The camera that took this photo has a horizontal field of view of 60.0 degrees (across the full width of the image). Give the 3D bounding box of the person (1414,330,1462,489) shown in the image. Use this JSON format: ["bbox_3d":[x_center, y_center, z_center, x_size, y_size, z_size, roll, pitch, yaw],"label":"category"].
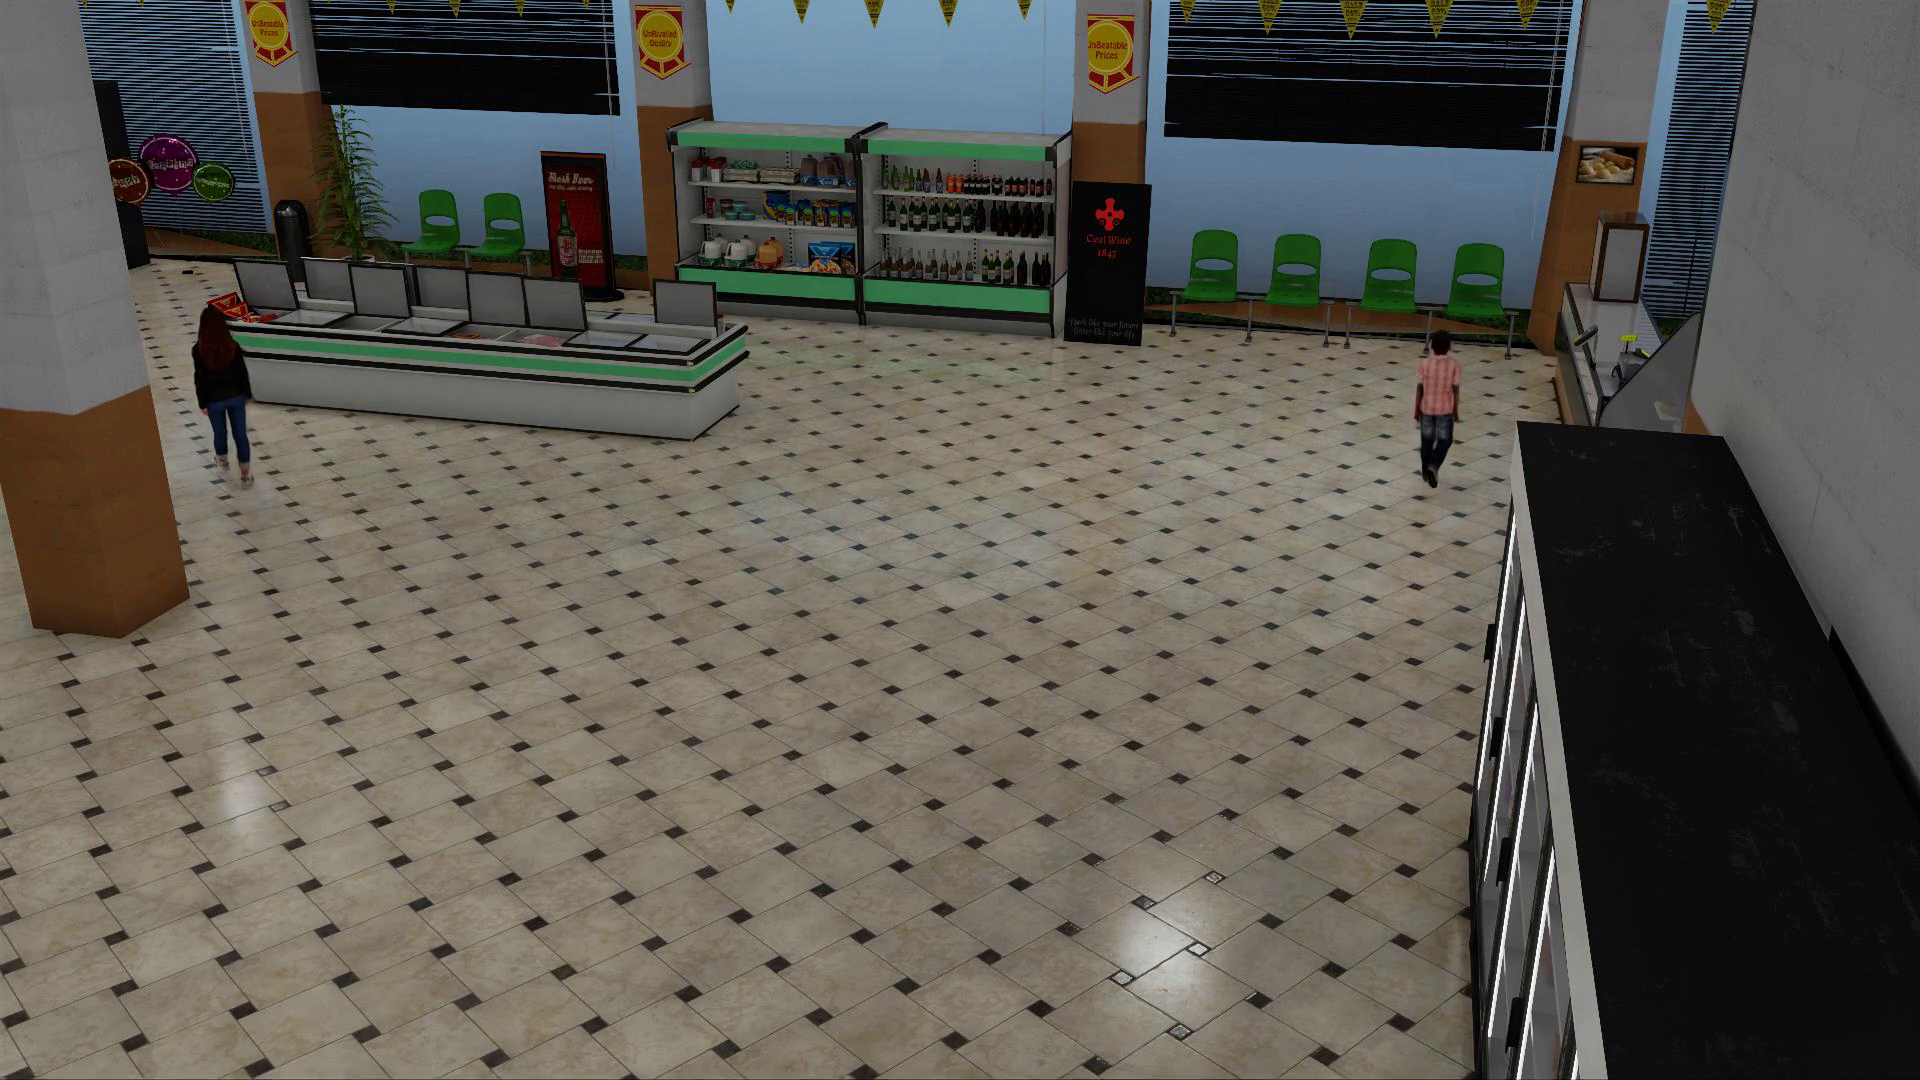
[{"bbox_3d":[3.880,-1.055,13.542,0.722,1.299,0.628,9,23,21],"label":"person"}]

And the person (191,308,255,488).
[{"bbox_3d":[-5.966,-1.130,13.532,0.940,1.447,1.001,-13,25,-28],"label":"person"}]
